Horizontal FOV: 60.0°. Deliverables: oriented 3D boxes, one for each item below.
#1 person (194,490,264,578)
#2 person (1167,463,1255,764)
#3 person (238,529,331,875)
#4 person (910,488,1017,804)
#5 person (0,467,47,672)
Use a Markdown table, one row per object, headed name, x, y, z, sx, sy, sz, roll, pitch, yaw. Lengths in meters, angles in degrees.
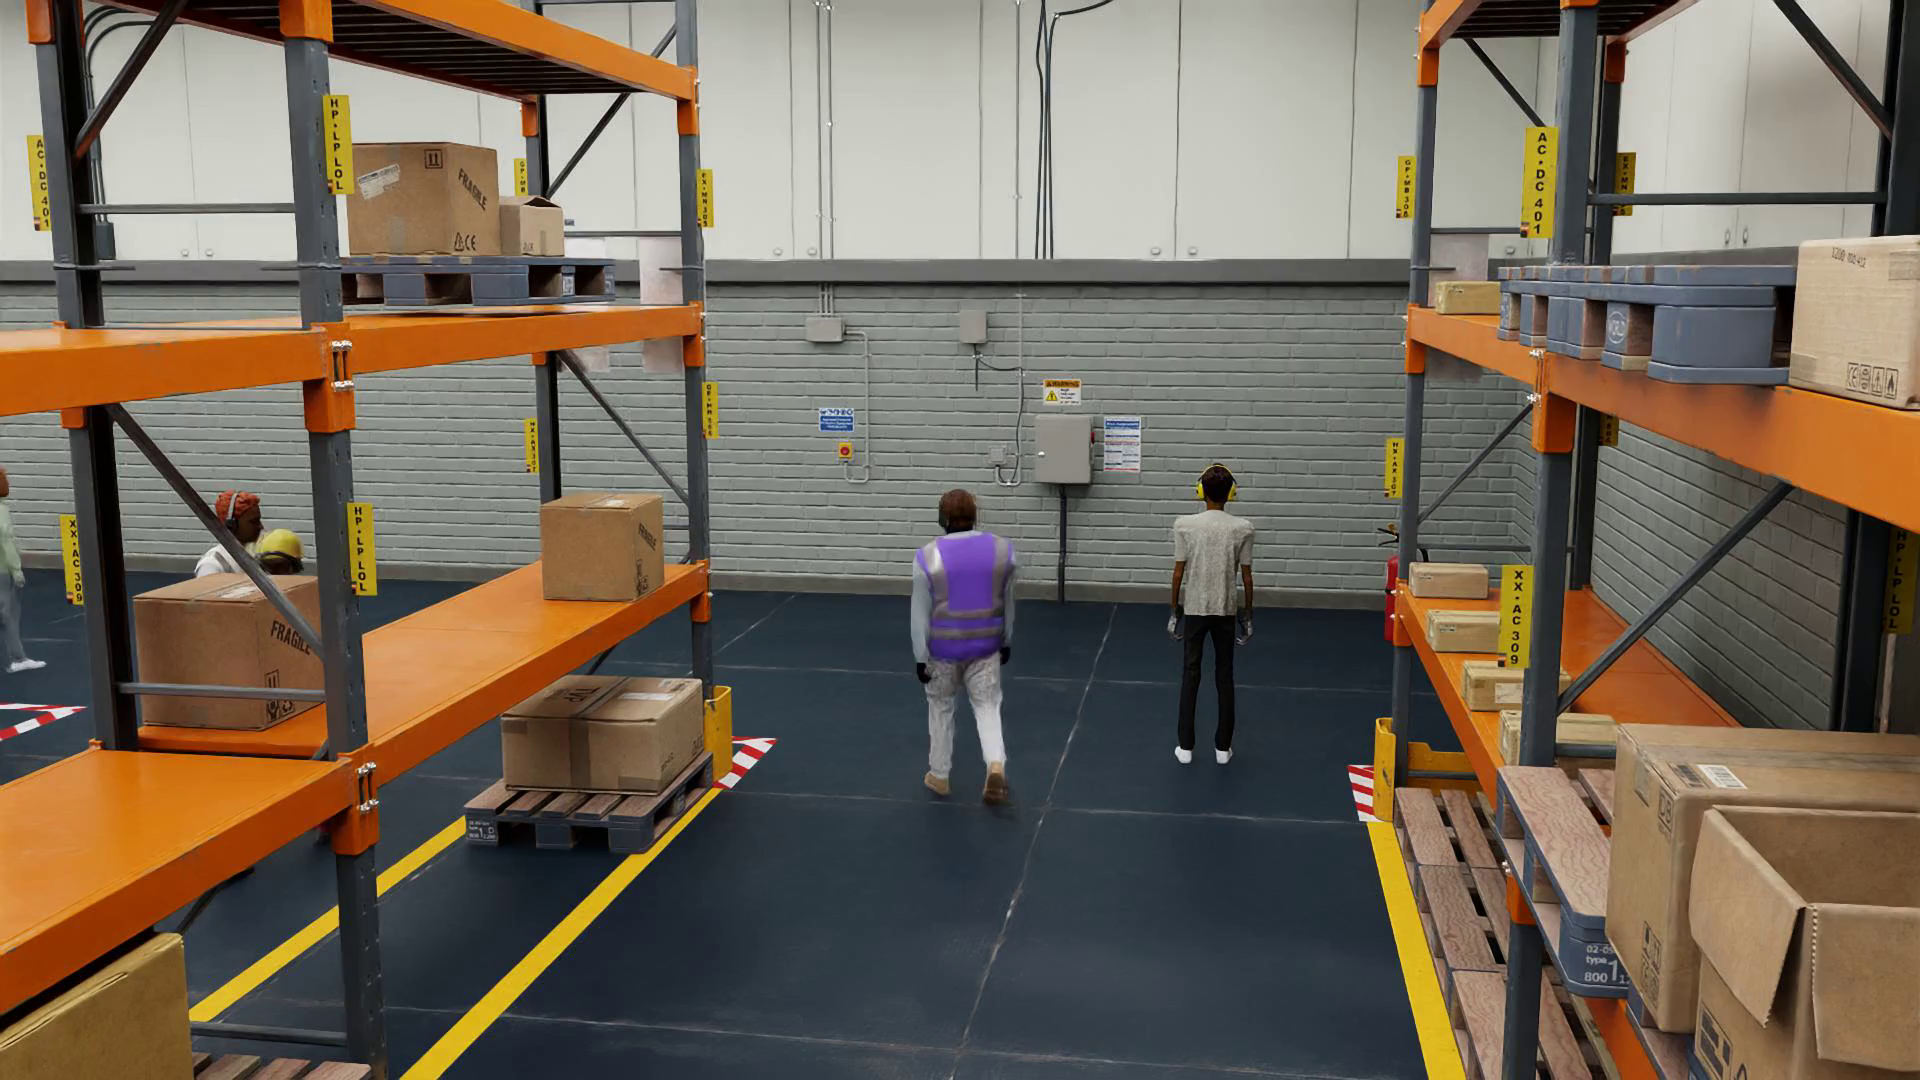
| name | x | y | z | sx | sy | sz | roll | pitch | yaw |
| --- | --- | --- | --- | --- | --- | --- | --- | --- | --- |
| person | -3.838 | 0.668 | 8.883 | 0.358 | 1.880 | 0.575 | 0 | 9 | 1 |
| person | 1.538 | 0.460 | 10.229 | 0.524 | 1.866 | 0.340 | 1 | 9 | 3 |
| person | -3.495 | 0.812 | 8.478 | 0.524 | 1.720 | 0.887 | 1 | 9 | 9 |
| person | 0.022 | 0.606 | 9.446 | 0.629 | 1.814 | 0.738 | -2 | 10 | -14 |
| person | -7.225 | 0.238 | 12.345 | 0.500 | 1.608 | 0.681 | 8 | 12 | 41 |
